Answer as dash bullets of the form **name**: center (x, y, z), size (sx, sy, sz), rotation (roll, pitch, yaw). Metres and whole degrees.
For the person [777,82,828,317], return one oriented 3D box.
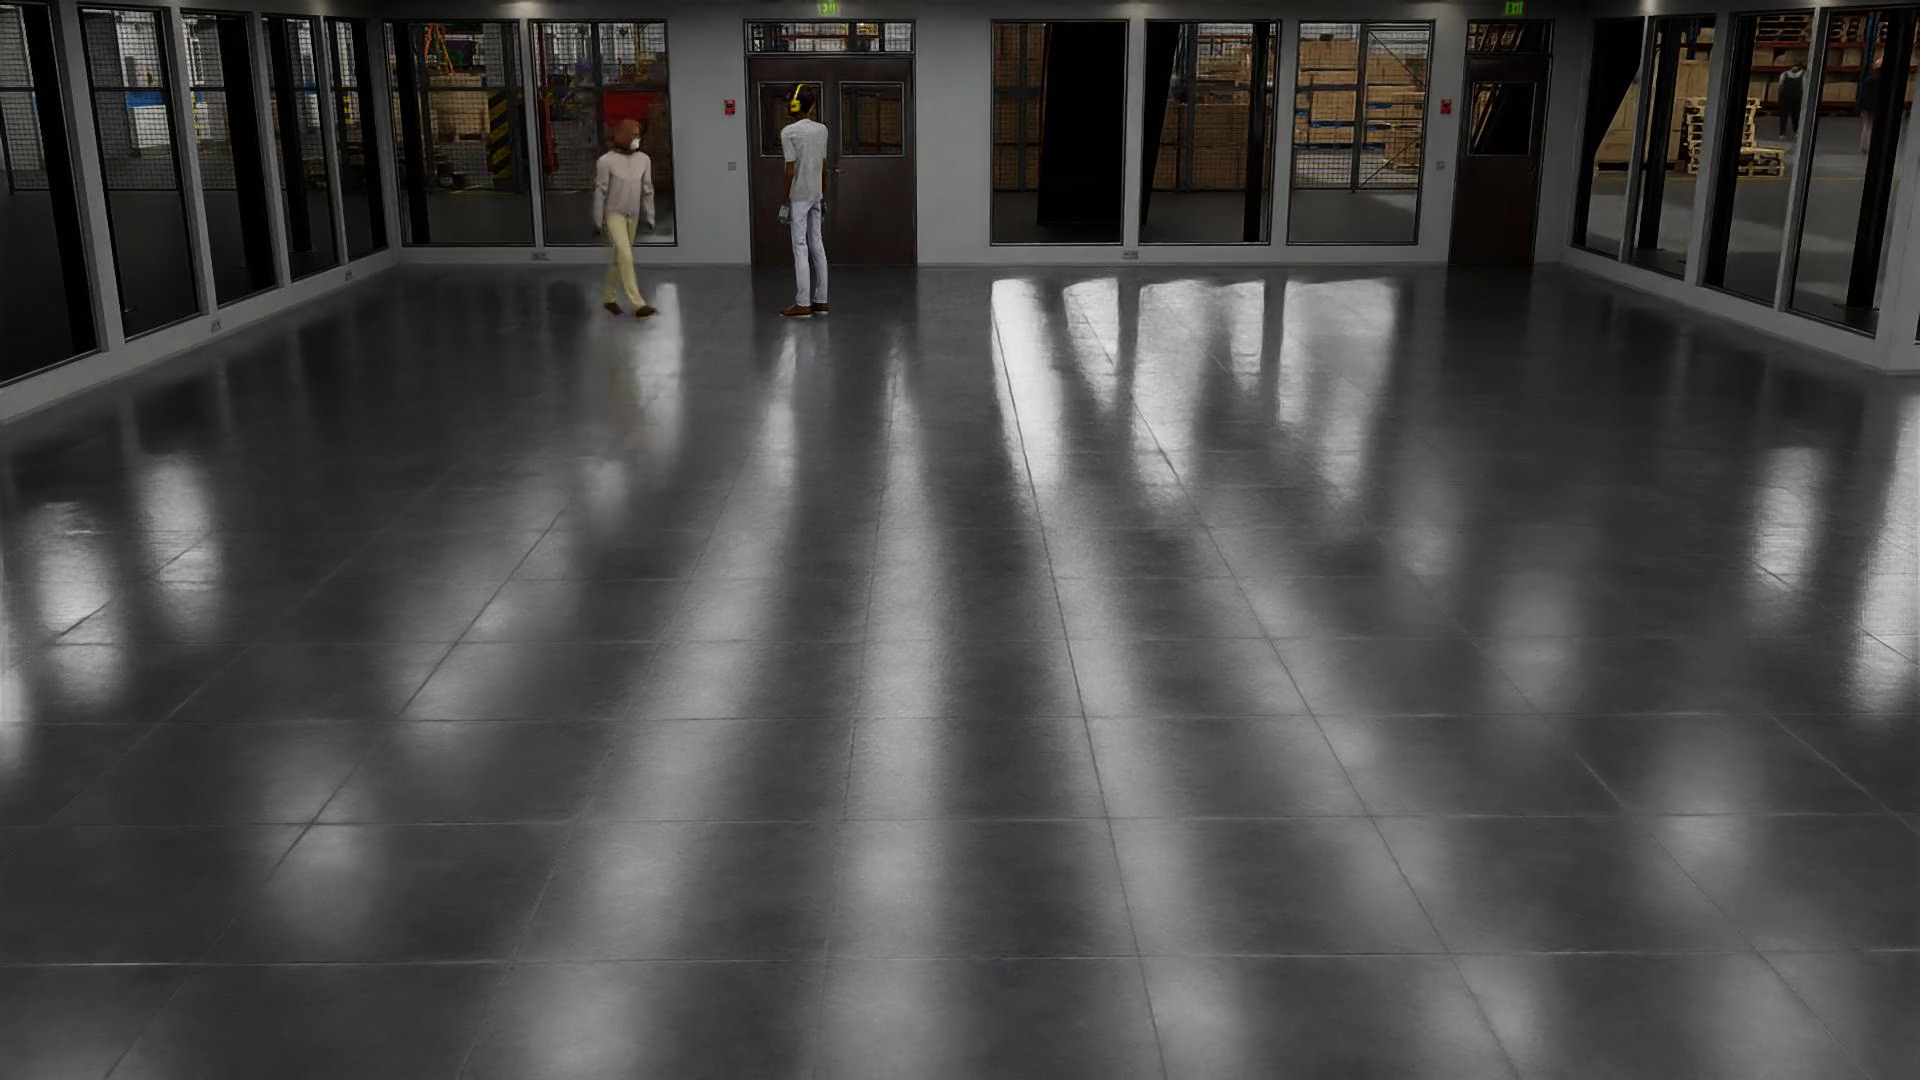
- **person**: center (-1.283, -2.761, 13.559), size (0.328, 1.877, 0.515), rotation (12, 20, 36)

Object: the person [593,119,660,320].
- **person**: center (-2.699, -2.574, 13.408), size (0.836, 1.590, 0.506), rotation (13, 21, 38)
